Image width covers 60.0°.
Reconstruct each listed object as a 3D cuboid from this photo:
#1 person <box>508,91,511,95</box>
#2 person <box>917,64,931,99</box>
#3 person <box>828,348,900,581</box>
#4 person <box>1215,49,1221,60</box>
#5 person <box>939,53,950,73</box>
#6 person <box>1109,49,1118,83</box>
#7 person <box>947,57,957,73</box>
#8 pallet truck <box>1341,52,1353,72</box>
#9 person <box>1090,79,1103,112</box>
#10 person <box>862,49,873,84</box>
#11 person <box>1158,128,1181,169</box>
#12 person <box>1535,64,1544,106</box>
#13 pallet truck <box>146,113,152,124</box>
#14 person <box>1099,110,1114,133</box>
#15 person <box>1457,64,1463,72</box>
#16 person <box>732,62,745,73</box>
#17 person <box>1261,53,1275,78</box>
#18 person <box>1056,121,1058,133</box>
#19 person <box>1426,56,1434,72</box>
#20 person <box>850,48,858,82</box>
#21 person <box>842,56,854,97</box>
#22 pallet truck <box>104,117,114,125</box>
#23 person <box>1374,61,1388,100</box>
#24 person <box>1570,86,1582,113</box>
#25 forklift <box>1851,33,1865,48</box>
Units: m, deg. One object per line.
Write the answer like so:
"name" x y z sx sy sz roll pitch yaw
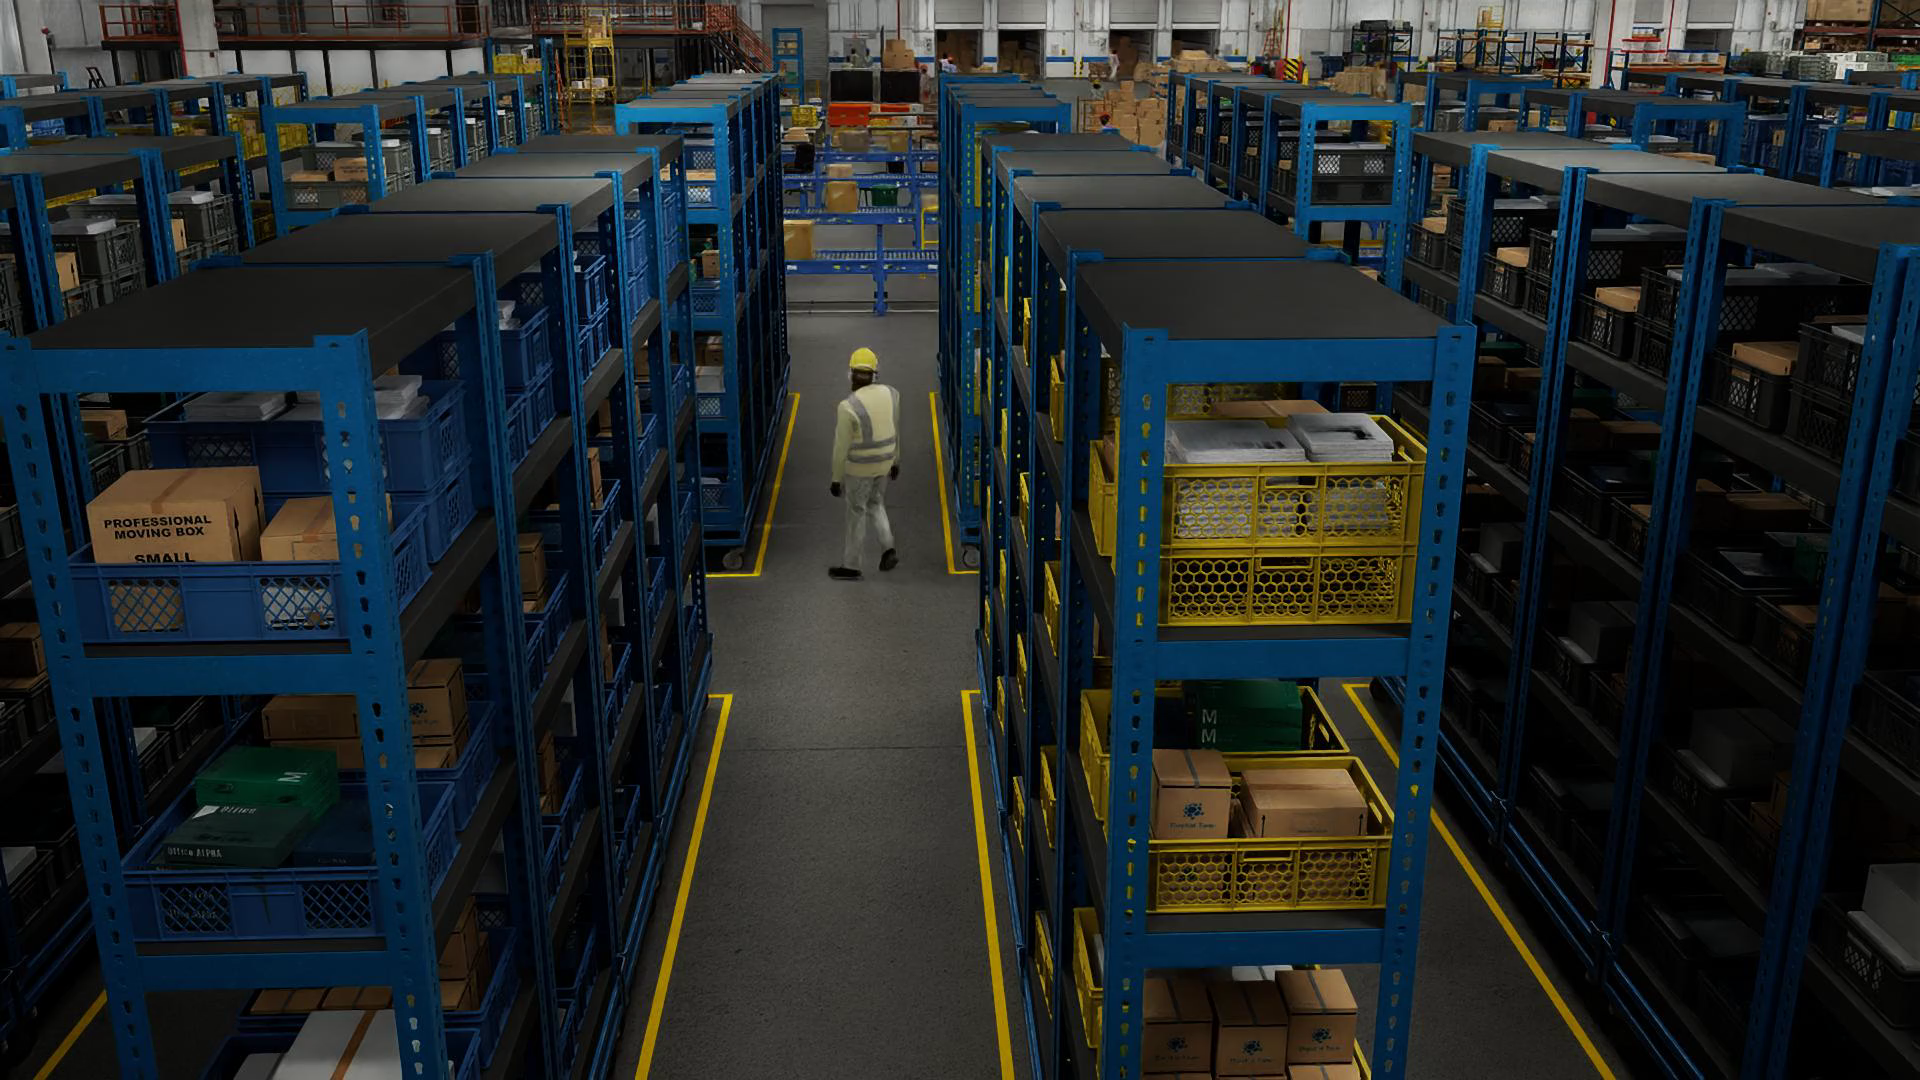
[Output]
"person" -16.797 -16.631 62.472 0.951 1.799 0.524 -2 18 -6
"person" -1.457 -17.980 66.371 0.622 1.965 0.873 -13 22 -35
"person" -0.708 -0.560 12.705 0.462 1.809 0.649 15 23 39
"person" 14.526 -26.663 93.492 0.925 1.814 0.521 3 18 10
"person" -0.743 -23.721 84.282 0.589 1.884 0.949 -2 18 -5
"person" 8.560 -26.436 92.765 0.681 1.822 0.638 -15 23 -39
"person" -0.407 -21.034 75.880 0.543 1.928 0.373 -15 23 -39
"pallet truck" 18.794 -23.123 82.231 0.823 1.965 1.885 -13 22 -35
"person" 4.806 -15.359 58.644 0.486 1.730 0.383 5 19 15
"person" -5.077 -25.986 91.244 0.606 1.909 0.965 -1 18 -2
"person" 4.320 -7.488 34.010 0.428 1.891 0.675 -11 21 -31
"person" 24.077 -18.869 69.297 0.507 1.860 0.325 -9 20 -26
"pallet truck" -18.087 -8.309 36.390 1.885 1.965 0.823 -1 18 -4
"person" 3.535 -9.079 38.930 0.639 1.908 0.751 -6 19 -19
"person" 20.142 -18.113 66.809 0.531 1.941 0.657 5 18 14
"person" -9.438 -19.384 70.848 0.575 1.882 0.355 0 18 0
"person" 14.718 -22.334 79.719 0.693 2.000 0.653 15 23 38
"person" 2.236 -8.875 38.066 0.377 2.045 0.605 -3 18 -9
"person" 22.268 -22.010 78.977 0.531 1.879 0.598 13 22 36
"person" -5.981 -26.816 93.929 0.452 1.828 0.656 0 18 1
"person" -5.331 -22.100 79.271 0.591 1.878 0.994 -2 18 -6
"pallet truck" -18.367 -7.885 35.078 1.885 1.965 0.823 1 18 2
"person" 18.190 -19.735 71.932 1.012 1.878 0.571 8 20 23
"person" 21.045 -14.618 56.540 0.835 1.605 0.504 0 18 1
"forklift" 46.481 -24.949 86.470 1.129 2.768 1.873 -15 23 -40
